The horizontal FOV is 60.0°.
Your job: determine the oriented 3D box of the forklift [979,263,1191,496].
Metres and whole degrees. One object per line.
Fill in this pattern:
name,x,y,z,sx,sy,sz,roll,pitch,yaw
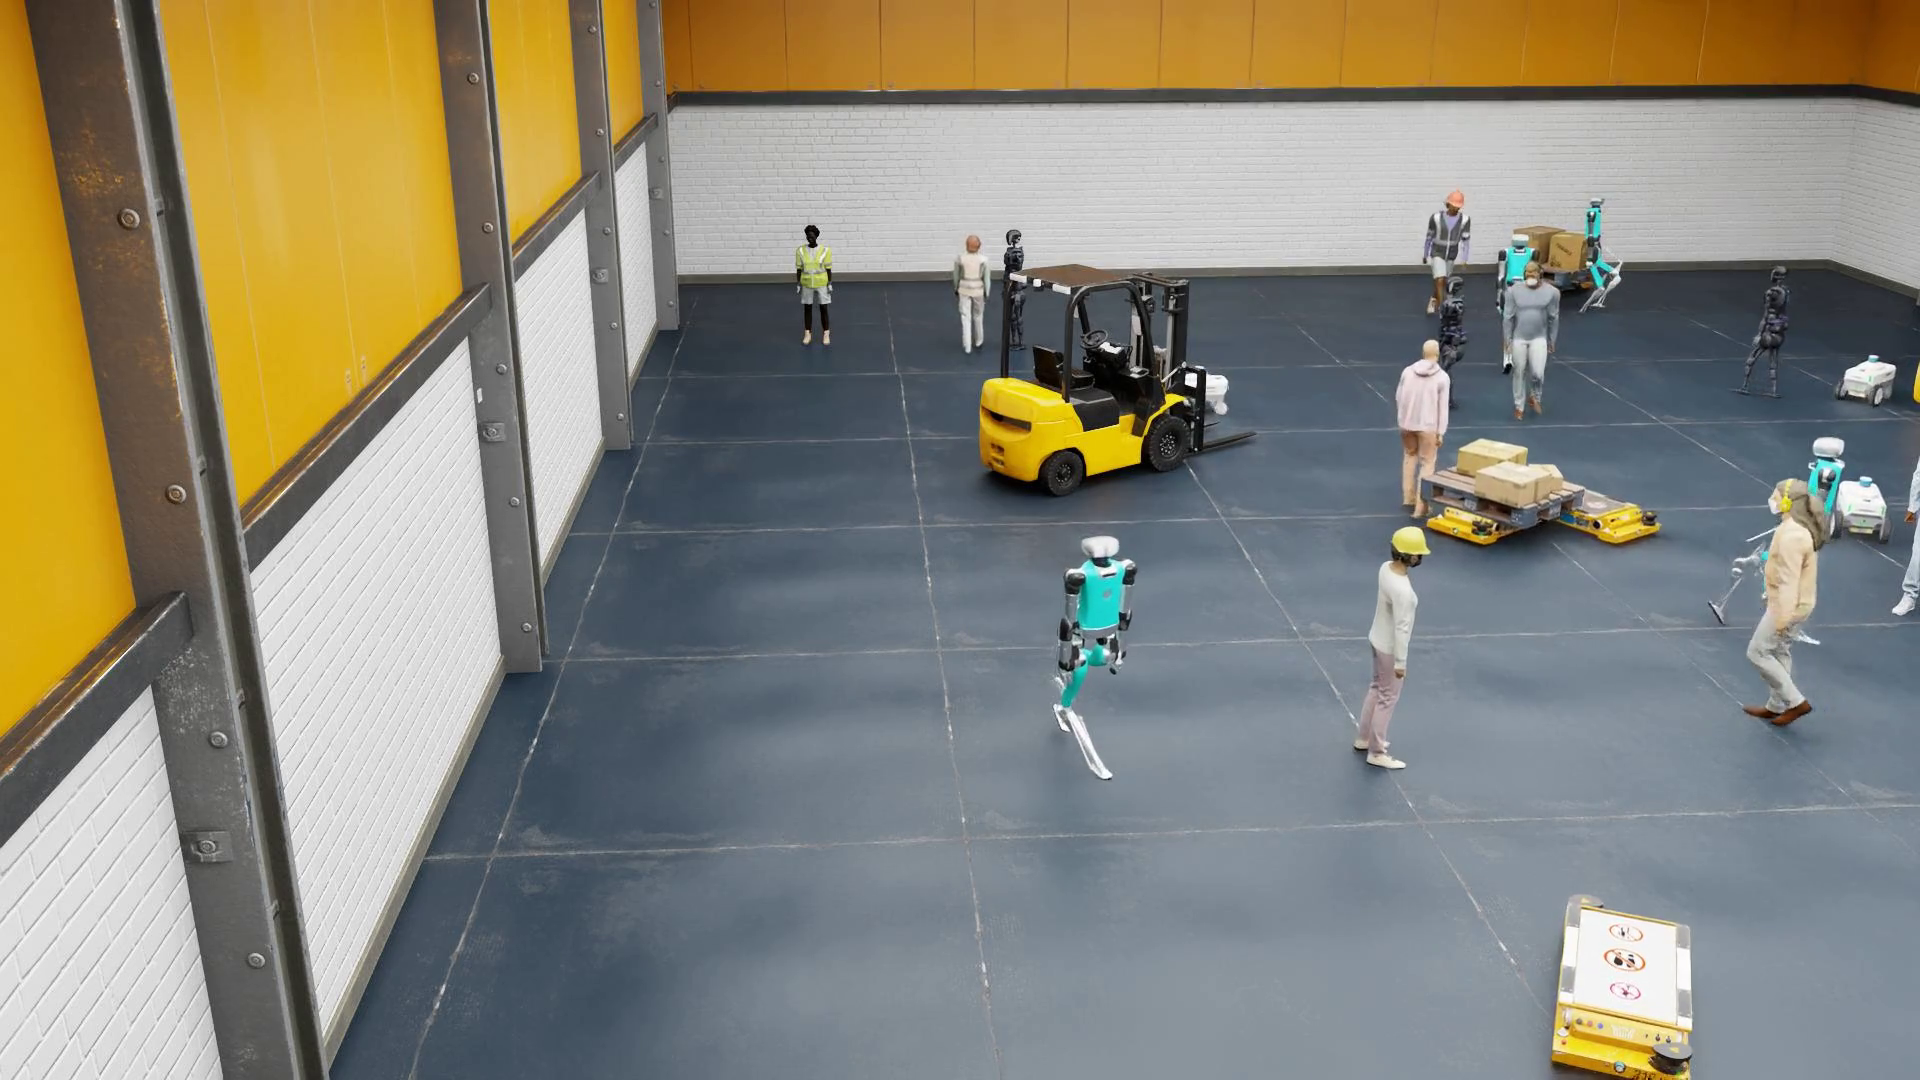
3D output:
forklift,1.315,-1.764,17.646,2.313,2.155,1.214,-14,24,-33

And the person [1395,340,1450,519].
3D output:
person,4.561,-1.108,16.512,0.547,1.742,0.542,12,24,30

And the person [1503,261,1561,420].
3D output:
person,6.715,-2.343,19.635,0.641,1.914,0.470,6,21,17

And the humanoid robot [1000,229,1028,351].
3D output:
humanoid robot,0.753,-3.464,23.001,0.315,1.657,0.599,-7,21,-17

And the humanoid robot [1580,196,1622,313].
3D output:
humanoid robot,9.768,-4.265,25.175,0.752,1.819,0.542,10,22,25

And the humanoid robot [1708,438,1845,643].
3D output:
humanoid robot,6.618,-0.012,13.600,1.012,1.778,0.530,10,22,25

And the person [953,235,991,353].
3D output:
person,0.164,-3.406,22.951,0.516,1.602,0.742,0,20,1

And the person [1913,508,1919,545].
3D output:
person,9.212,-0.777,15.423,0.808,1.868,0.408,-7,21,-18

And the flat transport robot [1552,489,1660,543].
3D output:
flat transport robot,6.098,-0.302,16.450,0.659,0.231,1.431,-13,24,-31

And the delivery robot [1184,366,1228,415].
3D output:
delivery robot,2.835,-1.791,20.110,0.801,0.608,0.499,-1,20,-4

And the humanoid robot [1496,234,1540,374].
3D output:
humanoid robot,7.341,-3.070,21.911,0.555,1.798,0.920,4,21,11

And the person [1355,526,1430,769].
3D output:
person,2.998,0.733,11.474,0.333,1.759,0.532,-1,20,-2

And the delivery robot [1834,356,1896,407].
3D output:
delivery robot,11.257,-1.974,20.611,0.803,0.608,0.499,-16,25,-36

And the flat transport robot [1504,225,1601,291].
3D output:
flat transport robot,9.556,-4.166,26.978,1.431,0.231,0.659,-14,24,-33

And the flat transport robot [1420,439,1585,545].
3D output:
flat transport robot,5.301,-0.267,16.354,1.431,0.231,0.659,-15,25,-36

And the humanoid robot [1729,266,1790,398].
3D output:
humanoid robot,10.053,-2.605,20.694,0.614,1.638,0.584,-17,26,-38

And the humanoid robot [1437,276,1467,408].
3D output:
humanoid robot,5.907,-2.366,20.027,0.397,1.640,0.589,-2,20,-6

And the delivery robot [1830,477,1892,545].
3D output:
delivery robot,8.686,-0.308,16.034,0.499,0.582,0.764,7,21,19

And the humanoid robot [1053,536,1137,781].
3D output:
humanoid robot,0.806,0.725,11.645,0.531,1.788,1.063,-9,22,-23

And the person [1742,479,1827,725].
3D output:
person,5.992,0.470,12.058,0.485,1.850,0.580,12,24,31

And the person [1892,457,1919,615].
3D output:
person,8.268,-0.253,13.926,0.592,1.919,0.392,15,25,35

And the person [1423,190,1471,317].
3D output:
person,7.239,-4.254,24.795,0.612,1.953,1.133,0,20,-1

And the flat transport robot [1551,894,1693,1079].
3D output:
flat transport robot,3.604,2.421,9.032,0.659,0.231,1.431,8,22,20

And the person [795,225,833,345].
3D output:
person,-2.044,-3.575,23.303,0.534,1.693,0.319,2,20,5

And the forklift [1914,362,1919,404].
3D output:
forklift,12.602,-2.435,19.475,2.313,2.155,1.214,-1,20,-4
